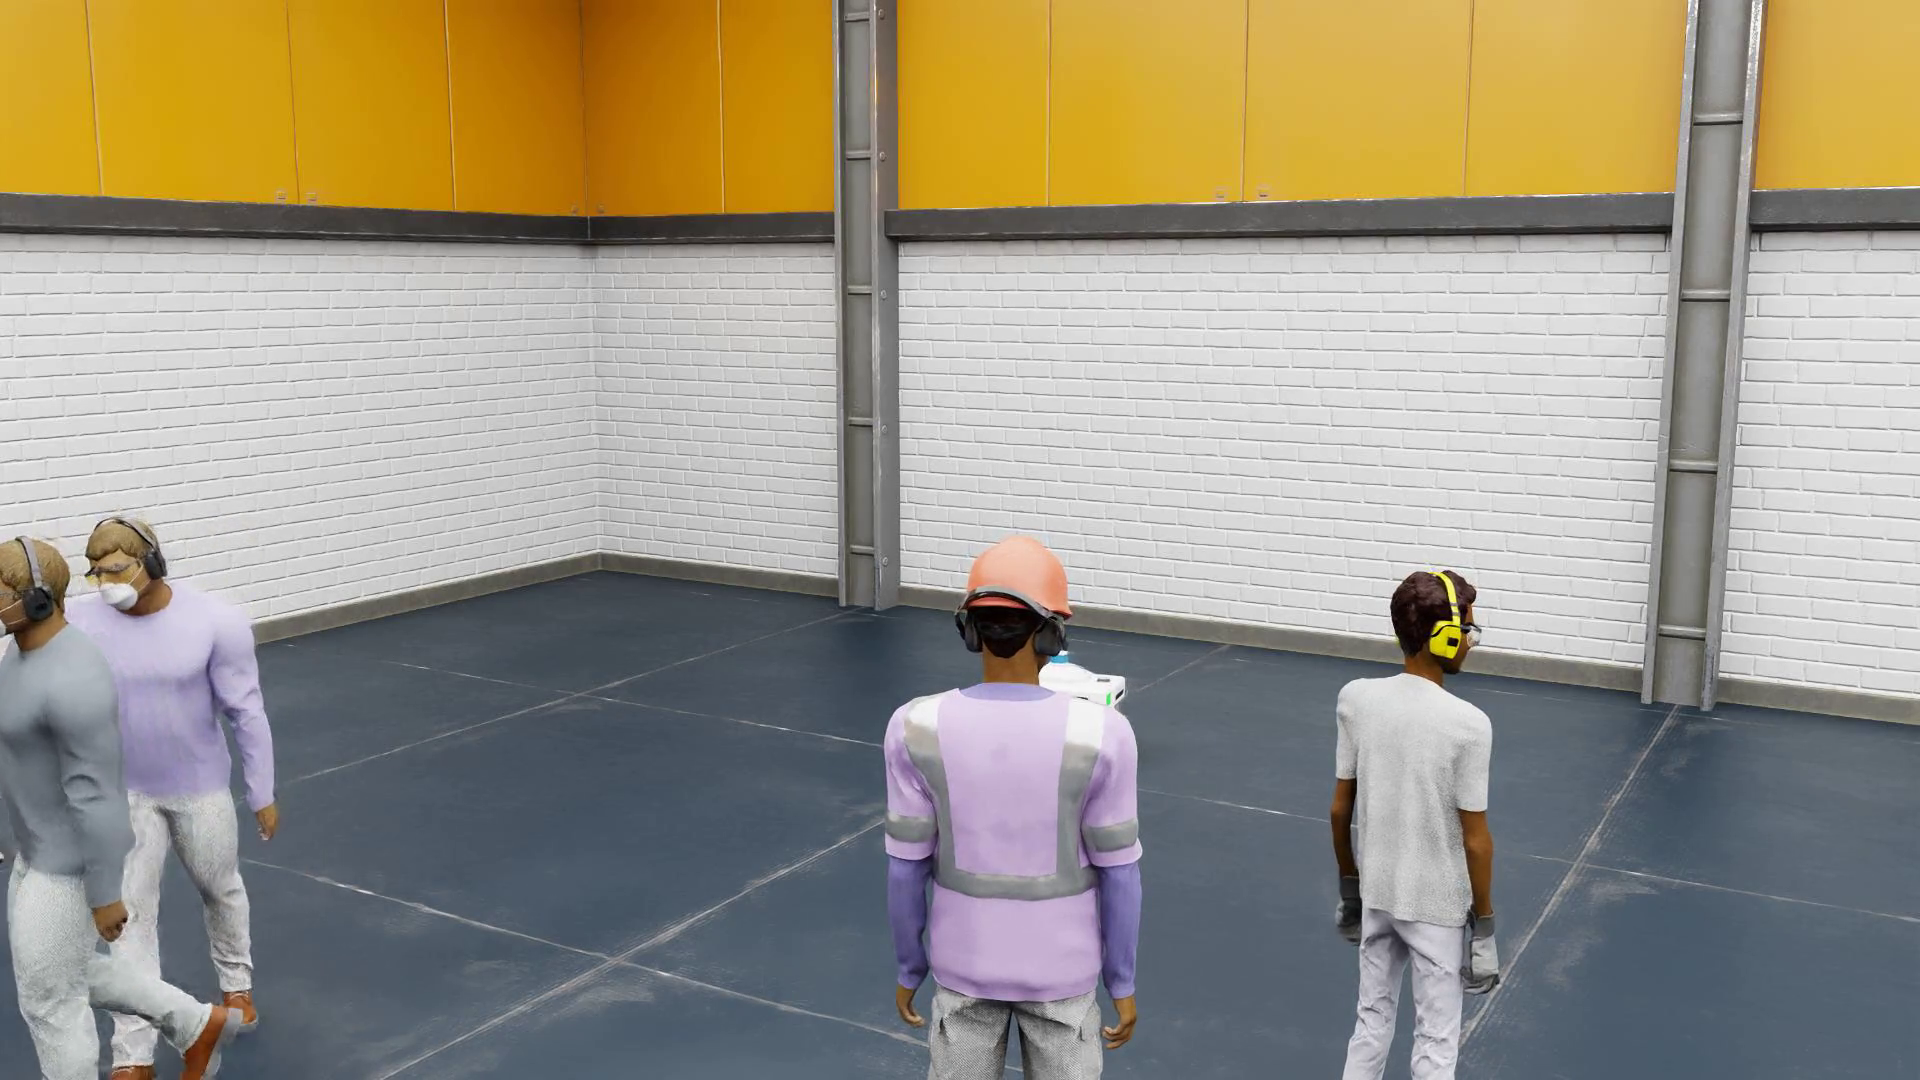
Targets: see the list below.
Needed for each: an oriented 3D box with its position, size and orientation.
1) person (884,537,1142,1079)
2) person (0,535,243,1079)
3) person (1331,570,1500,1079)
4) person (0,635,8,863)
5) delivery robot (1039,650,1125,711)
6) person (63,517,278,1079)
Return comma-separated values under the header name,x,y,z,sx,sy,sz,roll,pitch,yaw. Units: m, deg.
name,x,y,z,sx,sy,sz,roll,pitch,yaw
person,0.131,1.004,3.978,0.605,2.033,0.392,2,9,11
person,-2.533,0.919,4.858,0.671,1.923,0.630,-7,11,-36
person,1.236,1.004,4.508,0.329,1.865,0.518,-7,12,-38
person,-4.451,0.552,7.228,0.668,1.889,0.463,-1,9,-5
delivery robot,0.547,0.856,9.211,0.707,0.478,0.477,3,10,20
person,-2.616,0.848,5.445,0.703,1.872,0.997,-2,9,-12
